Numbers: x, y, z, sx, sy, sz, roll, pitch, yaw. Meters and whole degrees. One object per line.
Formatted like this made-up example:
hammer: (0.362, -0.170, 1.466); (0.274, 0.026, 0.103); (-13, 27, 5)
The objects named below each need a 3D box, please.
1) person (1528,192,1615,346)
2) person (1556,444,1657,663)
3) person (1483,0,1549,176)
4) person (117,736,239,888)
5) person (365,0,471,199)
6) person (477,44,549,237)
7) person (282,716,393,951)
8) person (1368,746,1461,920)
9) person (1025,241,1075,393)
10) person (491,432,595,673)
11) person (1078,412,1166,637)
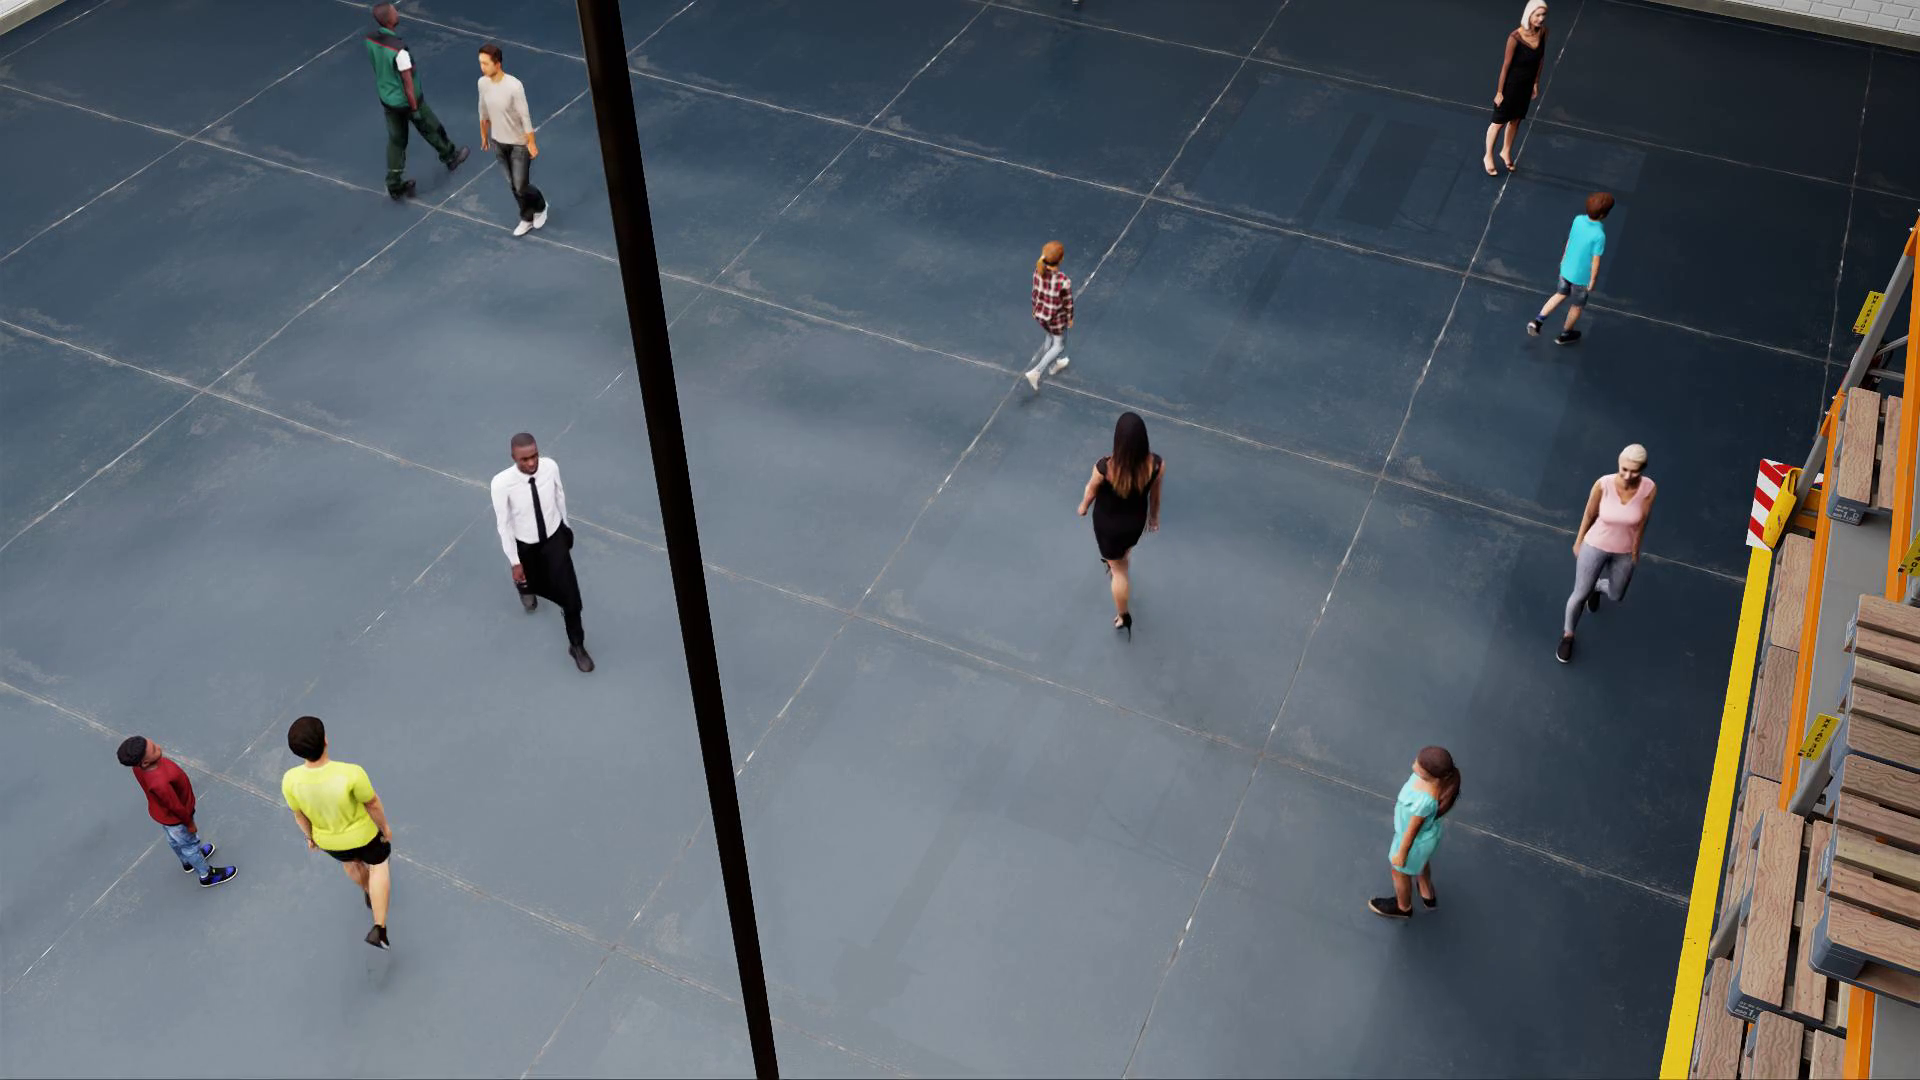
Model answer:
person: (4.968, -2.185, 13.506); (0.843, 1.436, 0.764); (-18, 47, -18)
person: (4.297, 0.011, 11.000); (0.687, 1.714, 0.945); (10, 45, 10)
person: (5.151, -4.211, 15.408); (0.656, 1.746, 0.726); (-16, 46, -16)
person: (-4.605, 1.567, 9.698); (0.558, 1.256, 0.565); (32, 52, 29)
person: (-5.131, -3.952, 15.107); (0.839, 1.787, 1.231); (26, 49, 24)
person: (-3.905, -3.565, 14.687); (0.684, 1.805, 0.637); (19, 47, 19)
person: (-3.439, 1.655, 9.291); (0.925, 1.690, 1.060); (-6, 44, -6)
person: (2.612, 1.649, 9.398); (0.604, 1.551, 0.781); (-34, 53, -30)
person: (0.703, -1.762, 13.165); (0.680, 1.295, 0.865); (32, 52, 29)
person: (-2.824, -0.022, 10.975); (1.268, 1.797, 1.160); (-23, 48, -23)
person: (1.105, -0.051, 11.096); (1.038, 1.671, 1.132); (-11, 45, -11)
